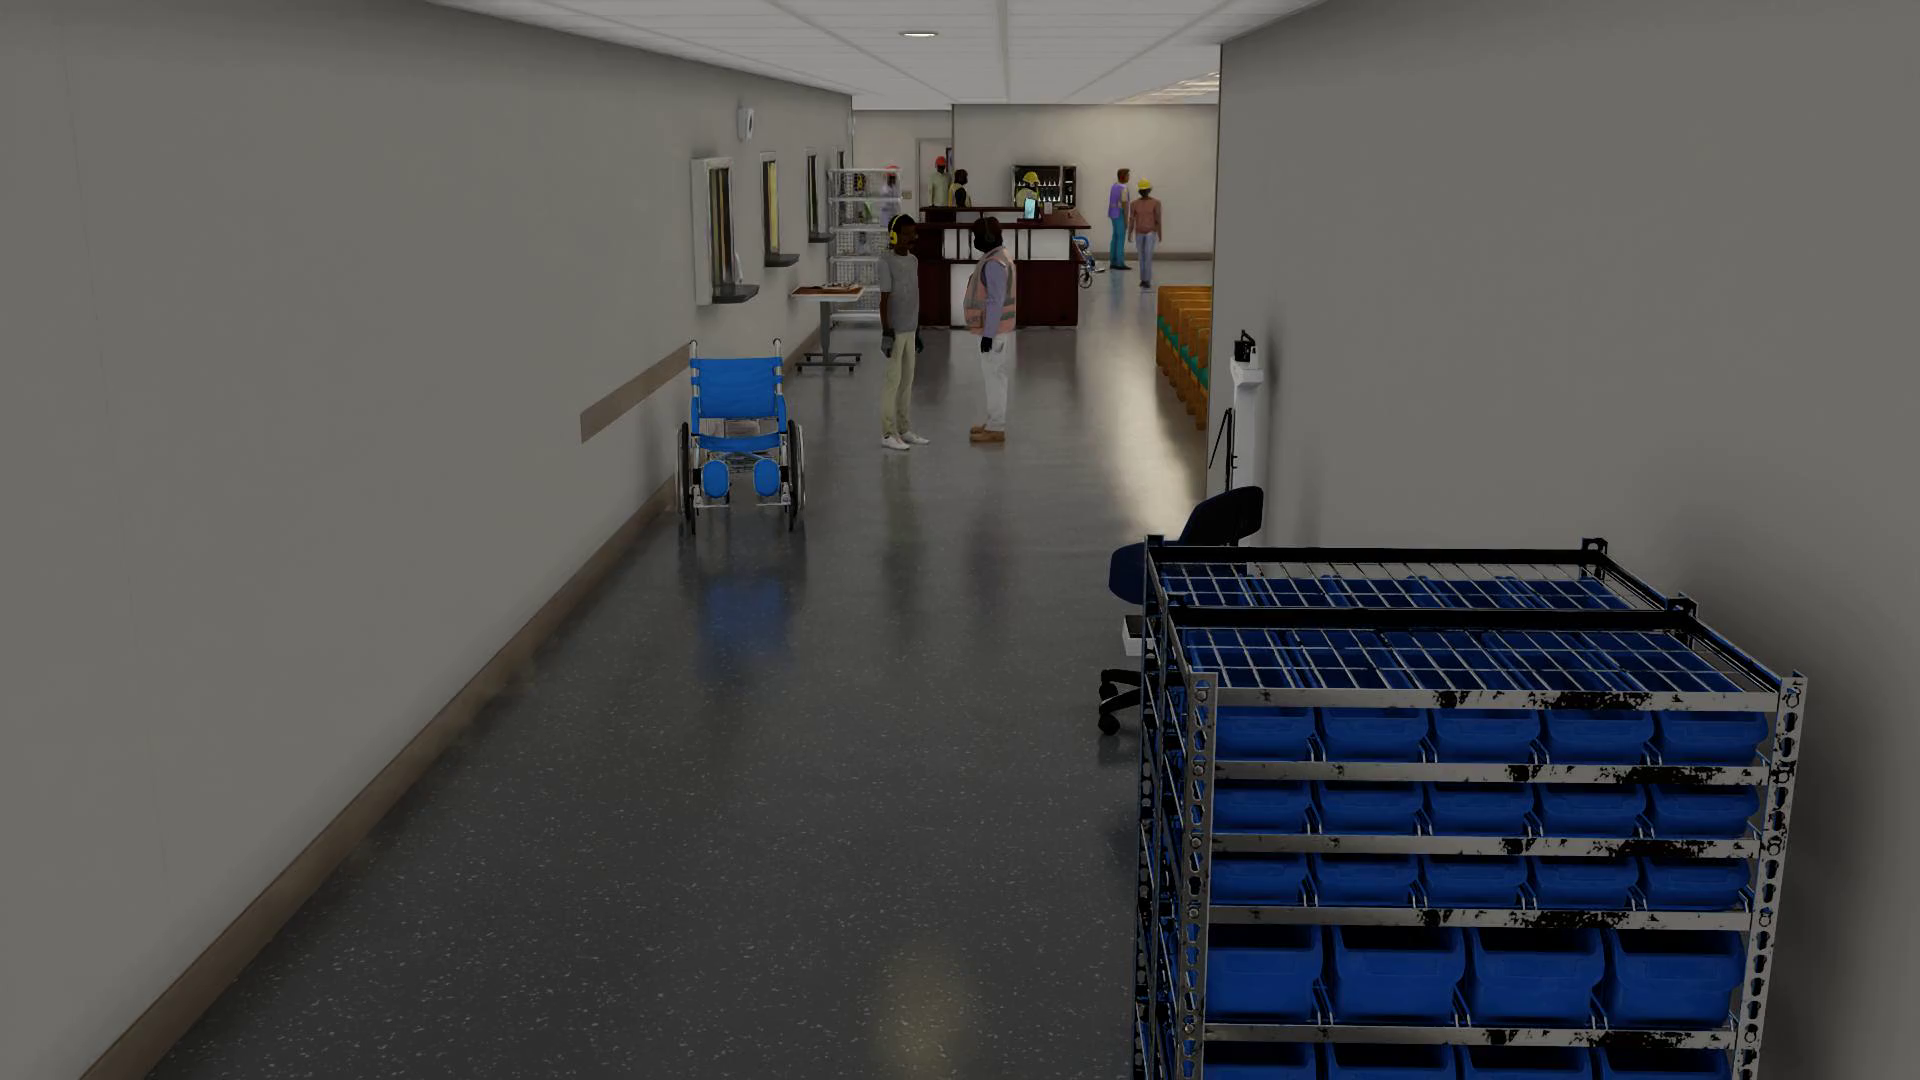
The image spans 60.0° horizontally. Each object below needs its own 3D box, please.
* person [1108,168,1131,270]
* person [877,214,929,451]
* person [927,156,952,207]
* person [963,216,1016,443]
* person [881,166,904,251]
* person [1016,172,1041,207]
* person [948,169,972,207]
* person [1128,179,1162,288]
[{"bbox_3d":[2.924,-5.899,30.578,0.372,1.840,0.570,-5,15,-18],"label":"person"},{"bbox_3d":[-0.456,-1.663,13.332,0.317,1.870,0.531,8,16,30],"label":"person"},{"bbox_3d":[-0.388,-7.099,35.151,0.626,1.987,0.398,-7,16,-27],"label":"person"},{"bbox_3d":[0.241,-1.720,13.632,0.429,1.839,0.621,1,14,4],"label":"person"},{"bbox_3d":[-1.154,-5.499,28.792,0.409,1.918,0.564,-4,14,-16],"label":"person"},{"bbox_3d":[1.186,-5.402,28.607,0.403,1.824,0.598,-7,15,-26],"label":"person"},{"bbox_3d":[0.010,-5.733,29.913,0.429,1.840,0.637,-3,14,-13],"label":"person"},{"bbox_3d":[2.986,-4.978,27.045,0.547,1.739,0.692,6,15,22],"label":"person"}]
